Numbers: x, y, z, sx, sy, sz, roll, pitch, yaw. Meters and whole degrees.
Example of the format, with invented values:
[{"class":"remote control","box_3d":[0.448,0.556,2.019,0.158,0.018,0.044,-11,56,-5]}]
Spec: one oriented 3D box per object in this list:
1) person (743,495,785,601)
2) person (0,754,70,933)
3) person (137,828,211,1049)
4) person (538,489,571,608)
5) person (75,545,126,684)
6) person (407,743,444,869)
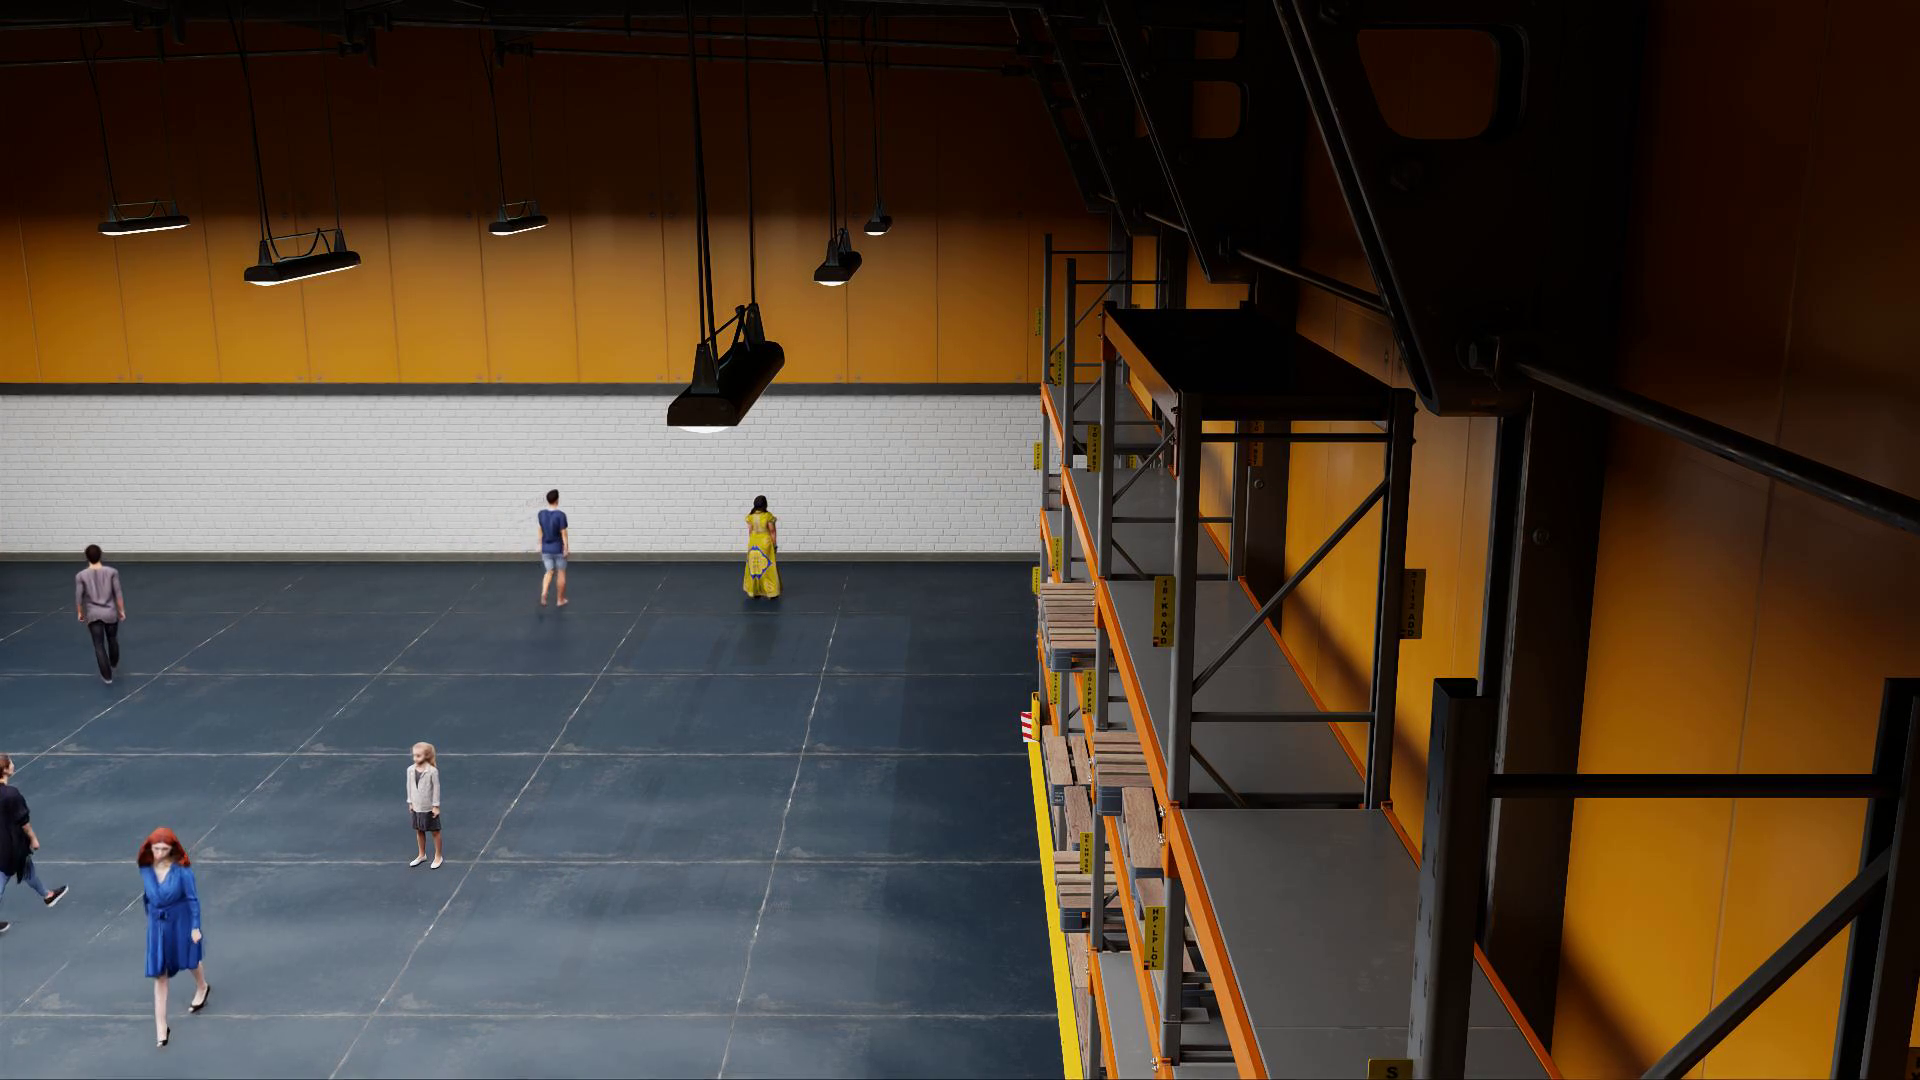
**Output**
[{"class":"person","box_3d":[-3.089,0.106,26.017,0.957,1.660,0.920,5,14,19]},{"class":"person","box_3d":[-8.669,2.788,15.004,0.964,1.632,1.198,7,15,26]},{"class":"person","box_3d":[-6.294,3.113,13.392,0.673,1.759,1.115,1,14,5]},{"class":"person","box_3d":[-6.246,0.162,25.426,0.729,1.831,0.931,3,14,12]},{"class":"person","box_3d":[-11.332,1.009,21.962,1.066,1.814,1.230,-8,16,-30]},{"class":"person","box_3d":[-5.300,2.614,16.477,0.556,1.275,0.583,4,14,14]}]
